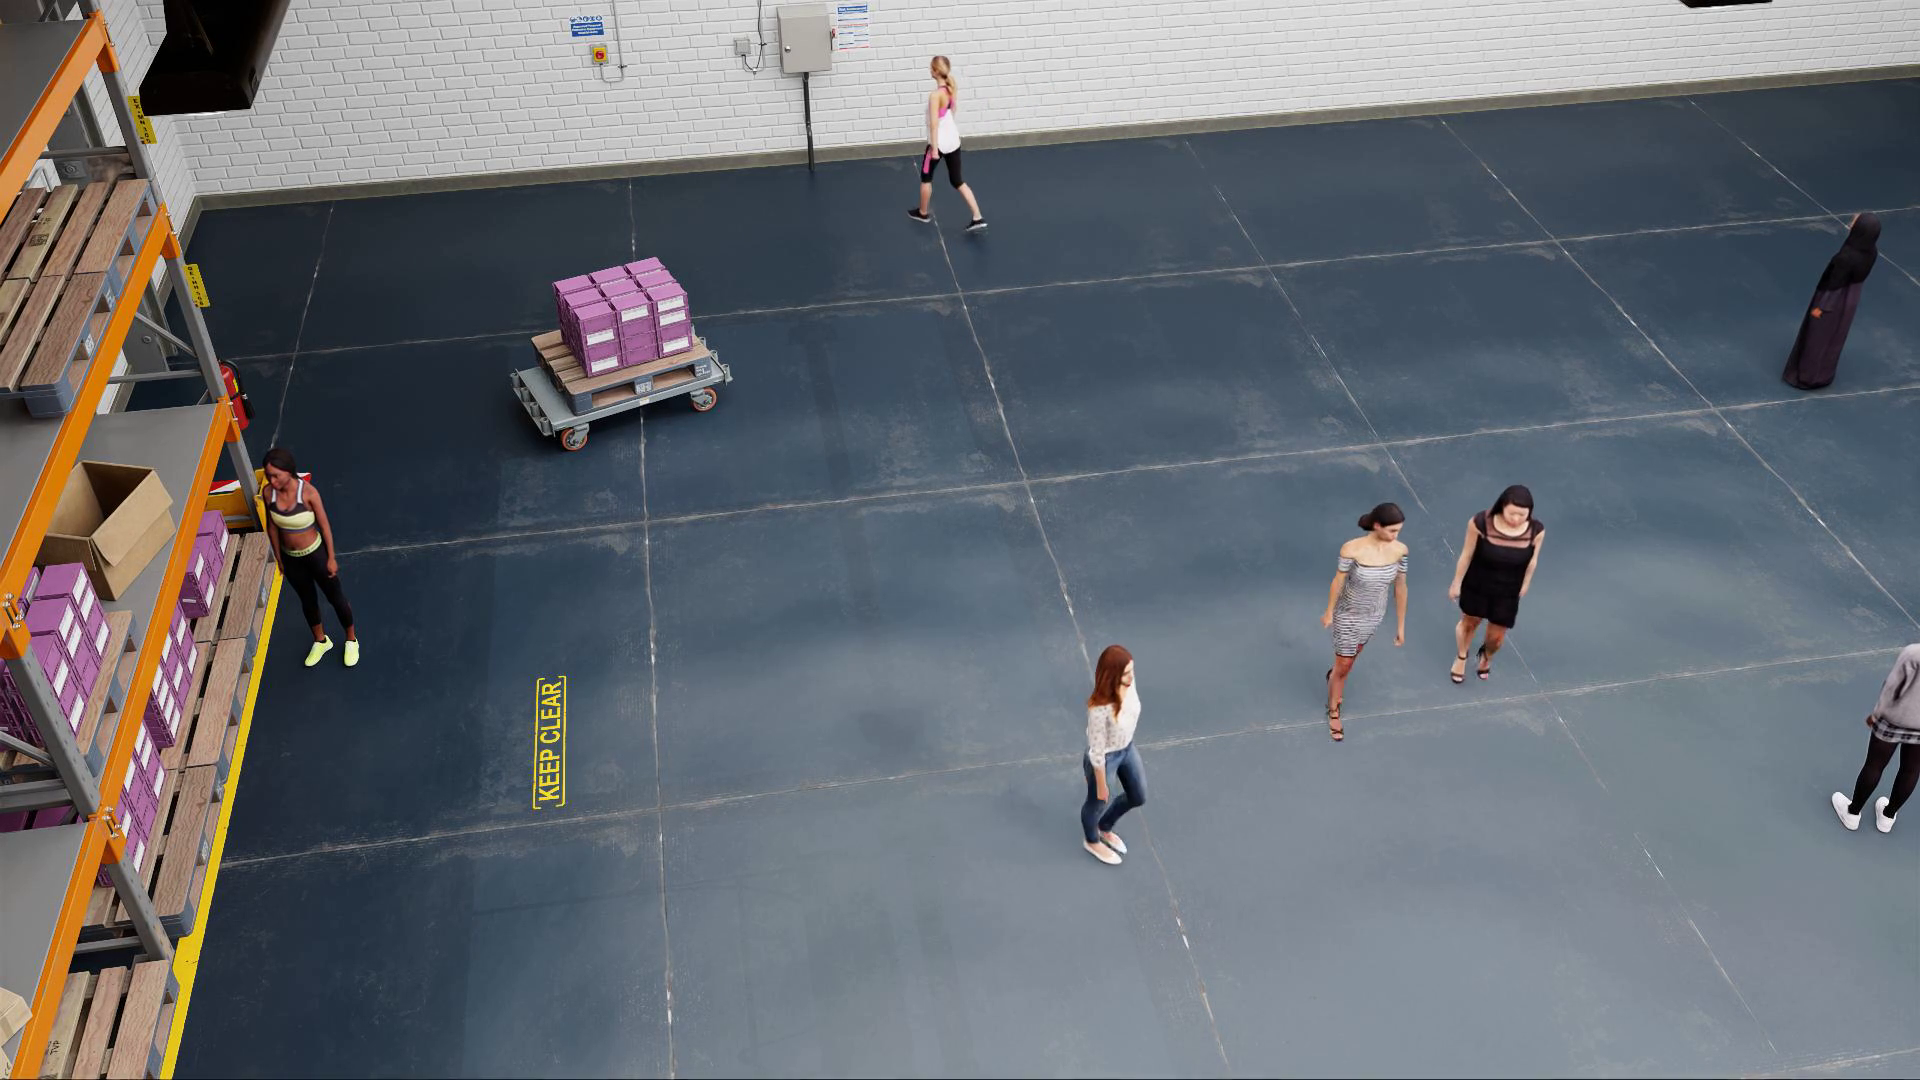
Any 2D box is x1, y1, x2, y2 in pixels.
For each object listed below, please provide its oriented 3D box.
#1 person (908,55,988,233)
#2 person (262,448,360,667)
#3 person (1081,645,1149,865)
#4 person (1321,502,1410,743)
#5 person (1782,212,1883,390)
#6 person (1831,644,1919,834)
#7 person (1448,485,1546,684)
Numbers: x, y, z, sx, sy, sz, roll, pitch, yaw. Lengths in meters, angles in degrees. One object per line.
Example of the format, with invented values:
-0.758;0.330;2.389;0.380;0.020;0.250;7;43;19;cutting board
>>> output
-0.070;-3.760;15.997;1.192;1.748;1.126;24;45;27;person
-4.373;0.105;11.151;0.594;1.755;0.567;0;39;0;person
0.812;1.237;9.760;0.754;1.724;0.708;28;46;30;person
2.546;0.419;10.724;0.615;1.797;0.761;-6;39;-7;person
7.342;-2.010;13.913;0.686;1.613;0.702;-21;43;-24;person
5.691;1.072;9.929;0.681;1.769;0.655;6;39;8;person
3.496;0.257;11.000;0.766;1.706;0.774;9;40;12;person
